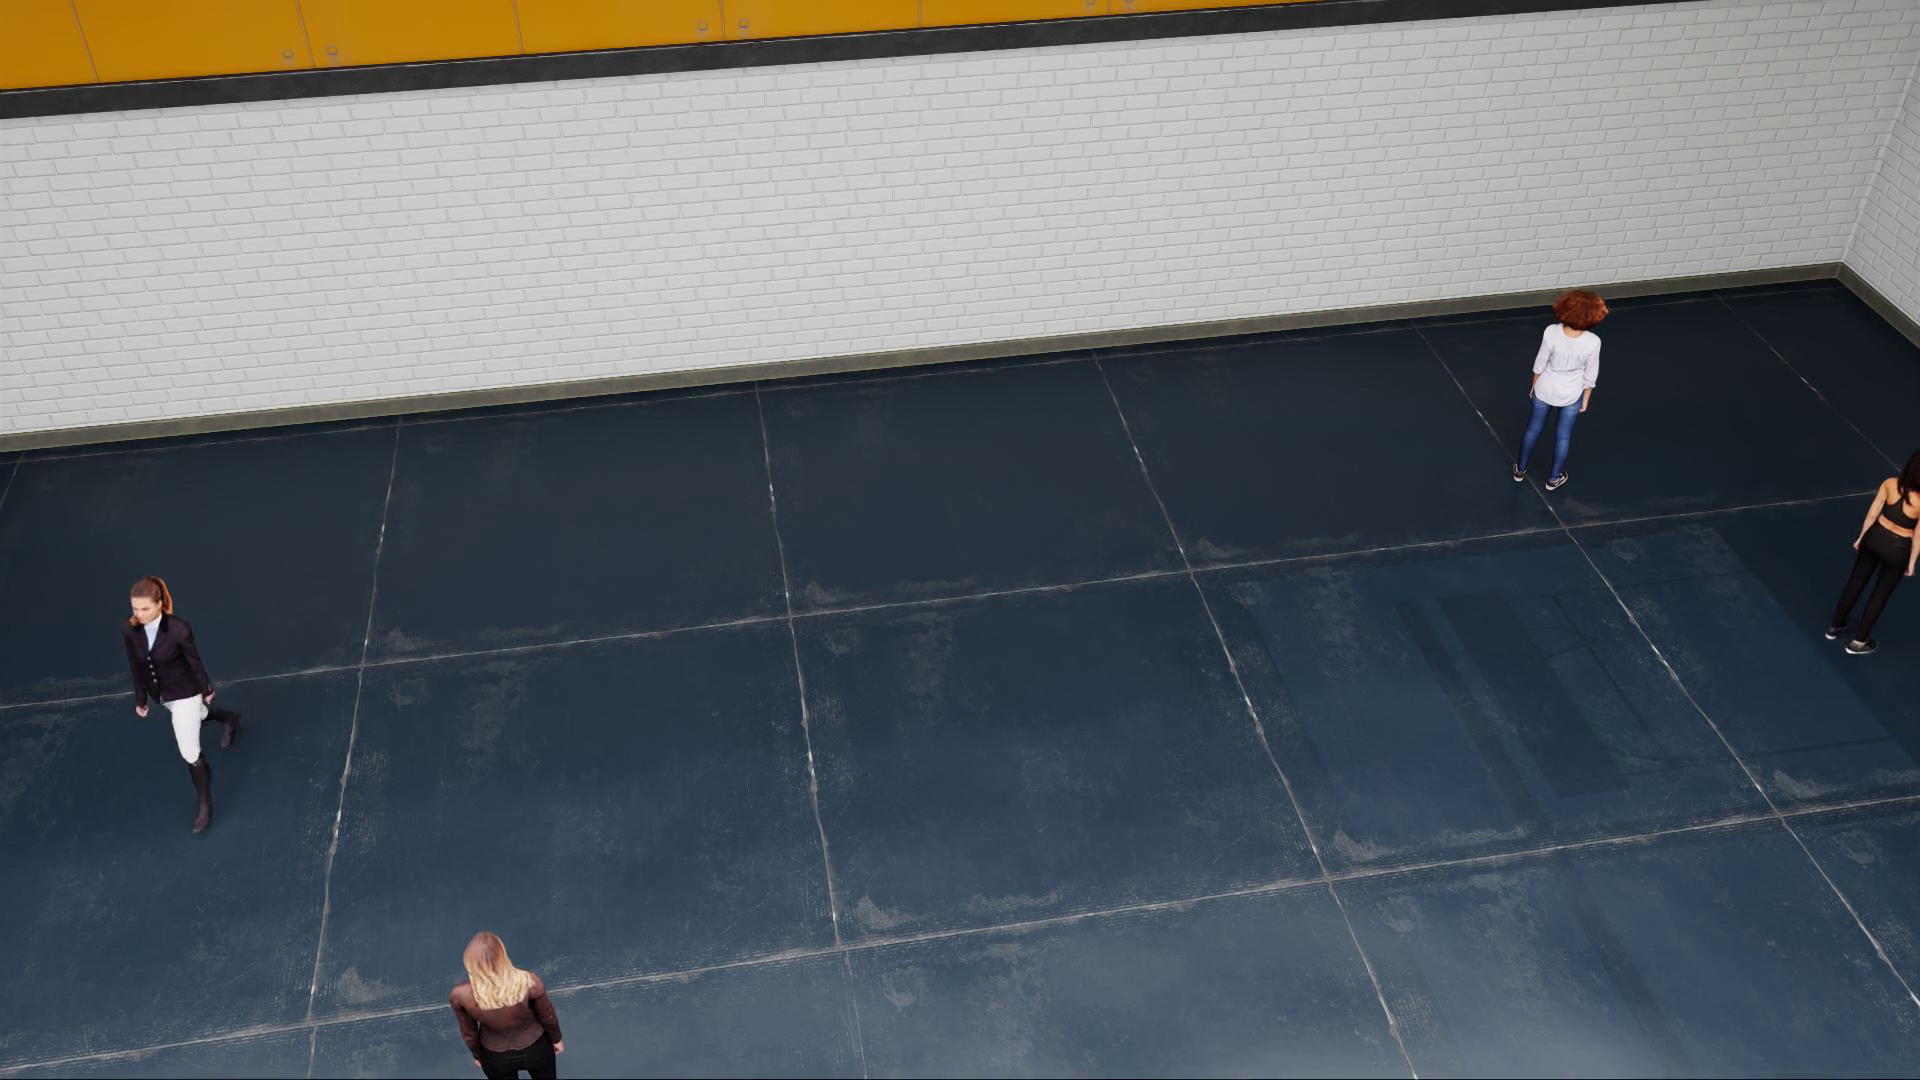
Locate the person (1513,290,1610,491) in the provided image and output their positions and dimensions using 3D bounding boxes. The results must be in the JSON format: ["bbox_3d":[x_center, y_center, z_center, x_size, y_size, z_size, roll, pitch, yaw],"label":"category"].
[{"bbox_3d":[4.623,-1.165,12.823,0.753,1.713,0.802,20,43,23],"label":"person"}]

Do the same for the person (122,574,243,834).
[{"bbox_3d":[-4.790,0.895,10.262,0.803,1.689,1.243,4,39,5],"label":"person"}]

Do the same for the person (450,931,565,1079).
[{"bbox_3d":[-2.198,2.518,8.219,0.609,1.704,0.506,-8,39,-10],"label":"person"}]

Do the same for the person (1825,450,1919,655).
[{"bbox_3d":[6.305,0.063,11.340,0.717,1.646,0.595,-24,45,-27],"label":"person"}]
